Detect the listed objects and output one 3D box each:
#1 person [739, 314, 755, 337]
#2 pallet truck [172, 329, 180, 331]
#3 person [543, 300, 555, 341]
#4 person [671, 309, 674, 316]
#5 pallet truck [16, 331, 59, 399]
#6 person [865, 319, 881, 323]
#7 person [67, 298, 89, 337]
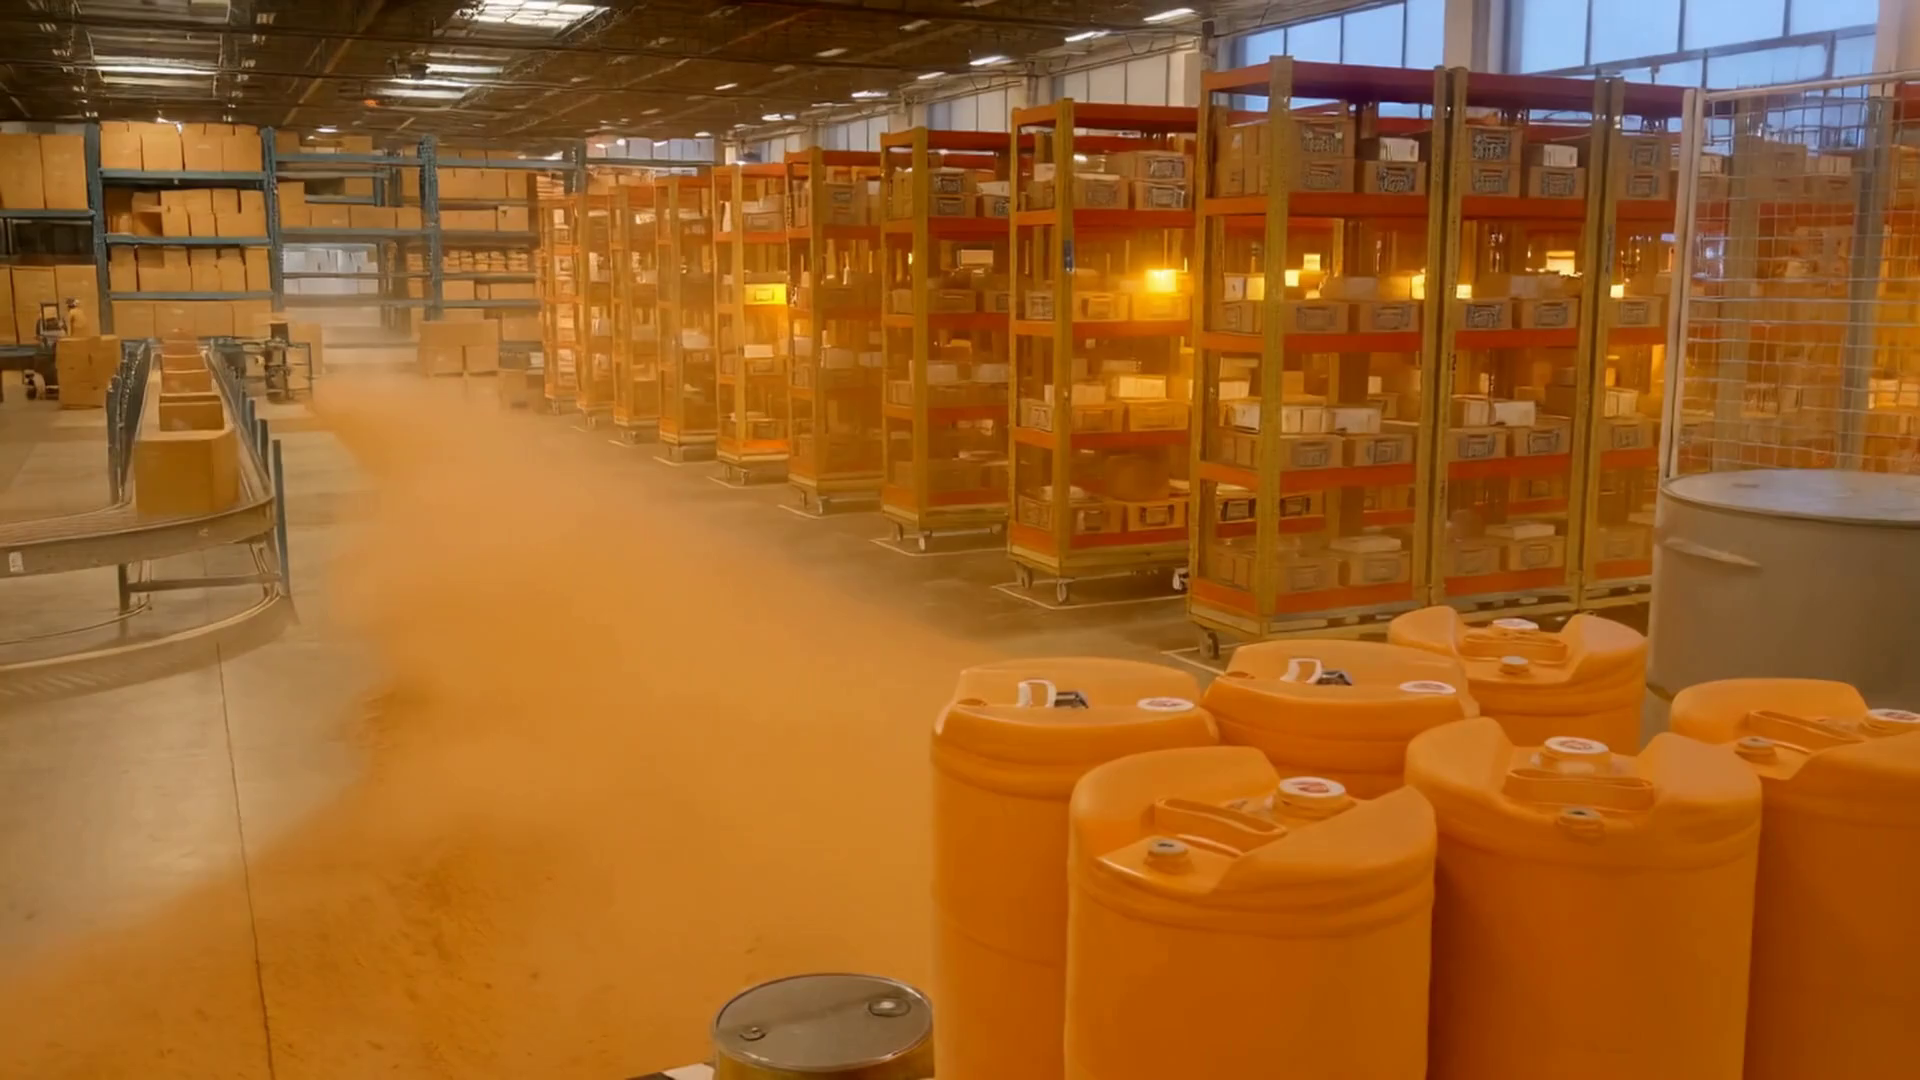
[{"bbox_3d":[-3.147,-2.617,25.286,0.694,1.926,0.613,-5,10,-29],"label":"person"},{"bbox_3d":[-17.275,-3.851,35.096,1.601,1.201,0.680,0,9,1],"label":"pallet truck"},{"bbox_3d":[-11.216,-5.804,45.588,0.438,1.749,0.552,-5,10,-27],"label":"person"},{"bbox_3d":[-8.022,-6.165,47.127,0.760,1.976,0.623,-5,11,-30],"label":"person"},{"bbox_3d":[-17.082,-3.353,31.781,1.630,1.274,0.653,-4,10,-25],"label":"pallet truck"},{"bbox_3d":[-1.628,-3.734,32.527,0.618,1.820,0.430,-5,10,-28],"label":"person"},{"bbox_3d":[-20.222,-4.636,38.136,0.405,1.823,0.591,2,9,14],"label":"person"}]
